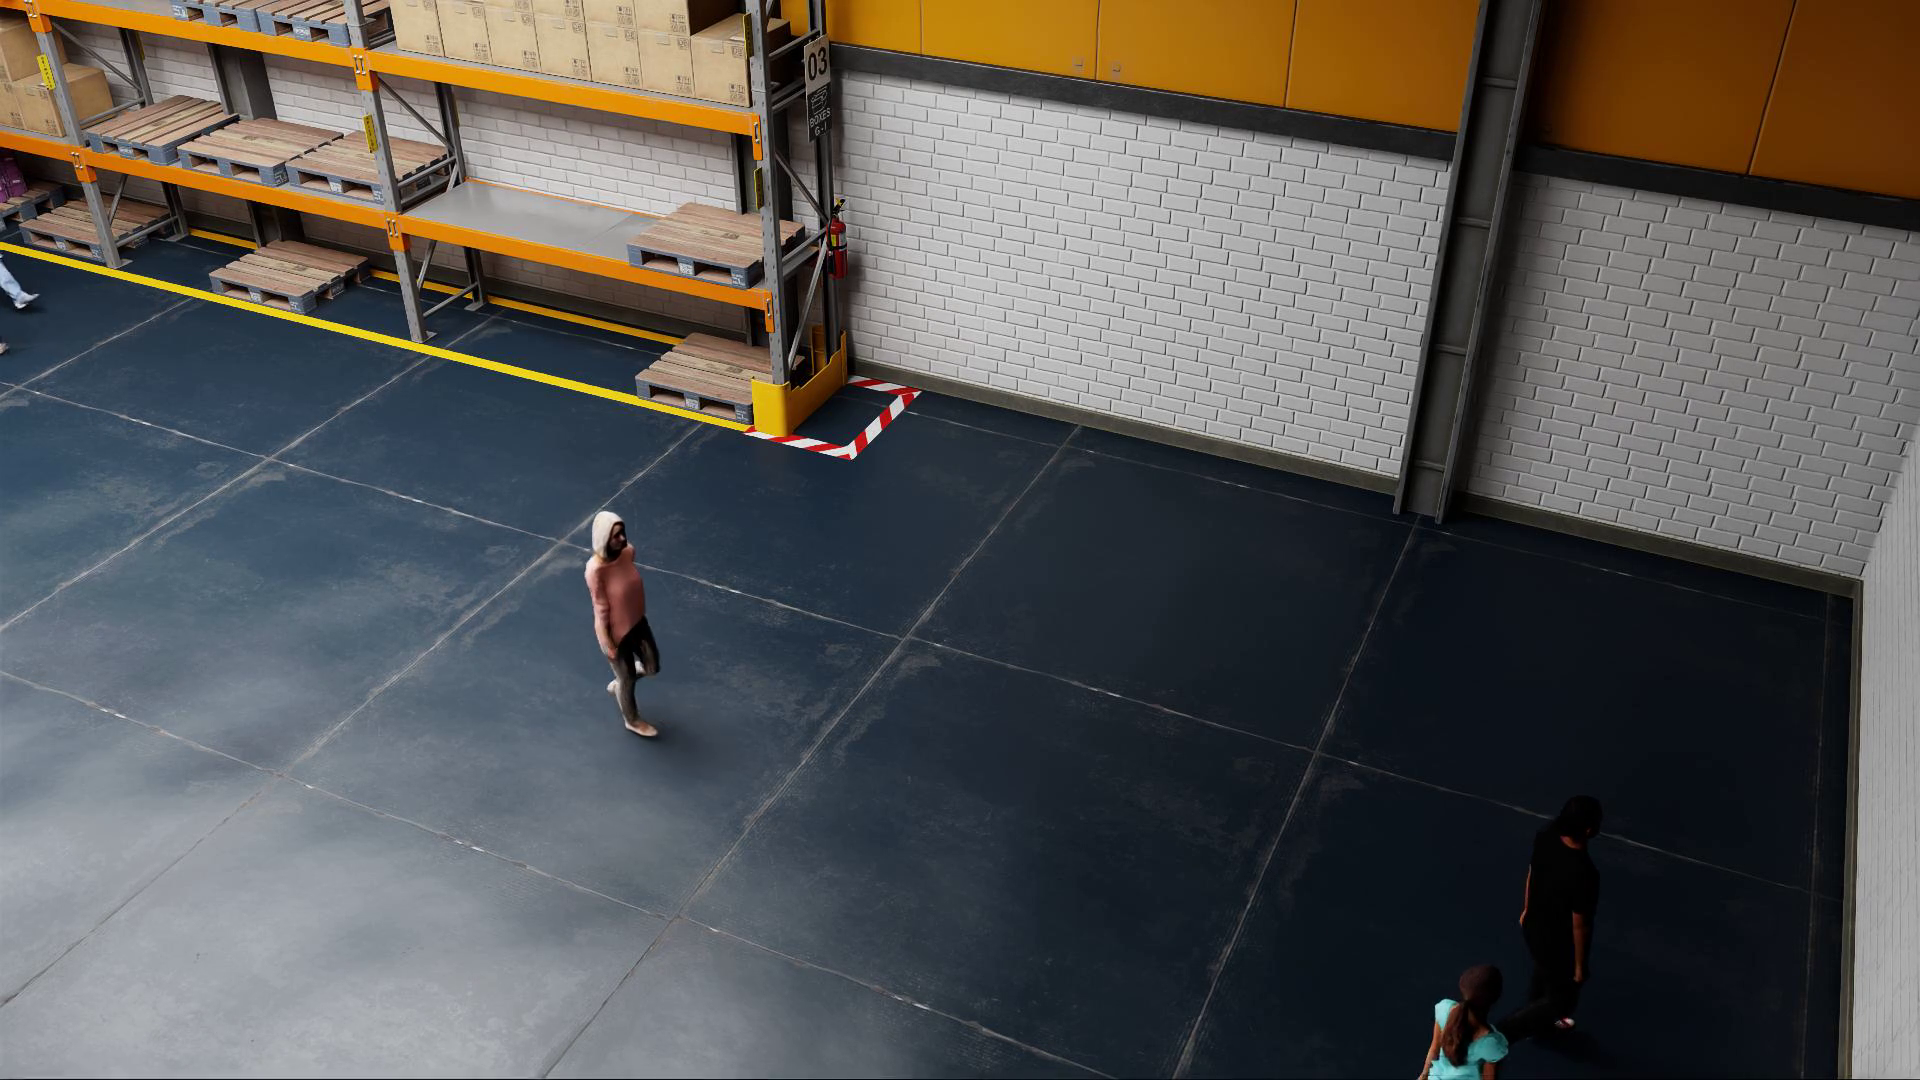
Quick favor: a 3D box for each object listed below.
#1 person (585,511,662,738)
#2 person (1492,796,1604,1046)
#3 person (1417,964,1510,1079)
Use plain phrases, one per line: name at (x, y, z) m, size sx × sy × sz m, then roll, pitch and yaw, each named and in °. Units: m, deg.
person at (-2.230, 0.536, 10.649) m, size 0.676 × 1.714 × 0.618 m, roll 17°, pitch 37°, yaw 23°
person at (2.954, 2.022, 8.387) m, size 1.093 × 1.743 × 0.973 m, roll -6°, pitch 34°, yaw -9°
person at (2.249, 2.598, 7.711) m, size 1.000 × 1.532 × 1.057 m, roll -18°, pitch 38°, yaw -25°
